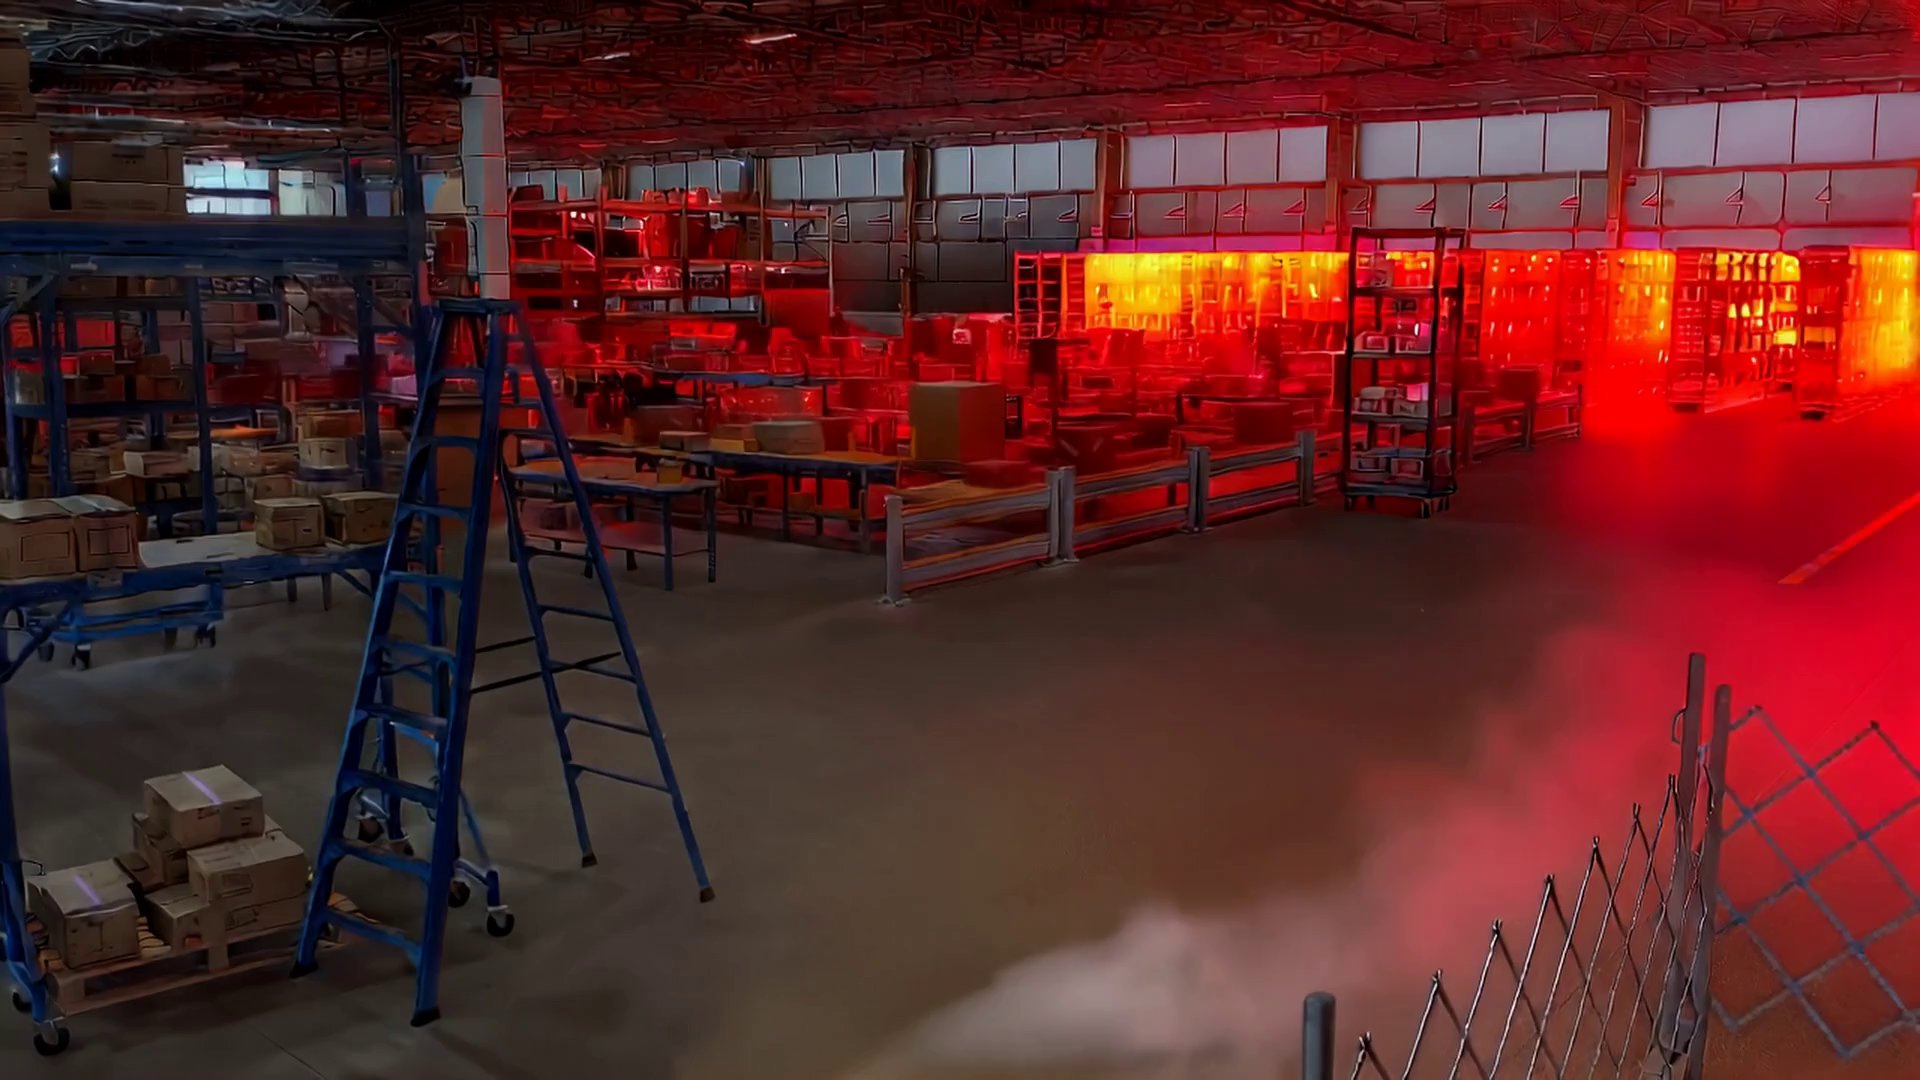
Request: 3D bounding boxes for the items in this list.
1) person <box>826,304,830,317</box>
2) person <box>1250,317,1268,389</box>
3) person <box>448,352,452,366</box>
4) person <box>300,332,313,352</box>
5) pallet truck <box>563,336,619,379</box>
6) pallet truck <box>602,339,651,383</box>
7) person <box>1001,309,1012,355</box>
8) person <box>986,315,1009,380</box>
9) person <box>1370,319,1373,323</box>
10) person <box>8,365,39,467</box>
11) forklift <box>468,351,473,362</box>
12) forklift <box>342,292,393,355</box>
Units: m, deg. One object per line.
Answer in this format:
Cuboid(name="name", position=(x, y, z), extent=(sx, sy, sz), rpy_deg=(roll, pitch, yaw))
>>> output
Cuboid(name="person", position=(-5.616, -9.035, 69.505), extent=(1.004, 1.899, 0.624), rpy_deg=(7, 12, 38))
Cuboid(name="person", position=(7.992, -4.997, 44.089), extent=(0.640, 1.945, 0.986), rpy_deg=(7, 11, 36))
Cuboid(name="person", position=(-14.933, -5.483, 48.220), extent=(0.585, 1.614, 0.517), rpy_deg=(-5, 11, -30))
Cuboid(name="person", position=(-16.530, -4.507, 41.970), extent=(0.879, 1.643, 0.550), rpy_deg=(-2, 9, -12))
Cuboid(name="pallet truck", position=(-10.690, -5.294, 48.215), extent=(1.601, 1.201, 0.680), rpy_deg=(-5, 10, -26))
Cuboid(name="pallet truck", position=(-8.991, -4.871, 45.351), extent=(0.653, 1.274, 1.630), rpy_deg=(7, 11, 37))
Cuboid(name="person", position=(1.708, -7.712, 61.735), extent=(0.480, 1.734, 0.333), rpy_deg=(2, 9, 10))
Cuboid(name="person", position=(1.111, -5.521, 47.661), extent=(0.637, 1.855, 0.964), rpy_deg=(3, 10, 21))
Cuboid(name="person", position=(11.850, -5.552, 48.006), extent=(0.591, 1.808, 0.606), rpy_deg=(8, 12, 40))
Cuboid(name="person", position=(-11.998, -1.305, 21.323), extent=(0.328, 1.872, 0.515), rpy_deg=(-5, 10, -26))
Cuboid(name="forklift", position=(-14.487, -6.778, 52.331), extent=(1.129, 2.768, 1.873), rpy_deg=(7, 11, 37))
Cuboid(name="forklift", position=(-16.485, -5.622, 45.120), extent=(1.129, 2.768, 1.873), rpy_deg=(7, 11, 37))
